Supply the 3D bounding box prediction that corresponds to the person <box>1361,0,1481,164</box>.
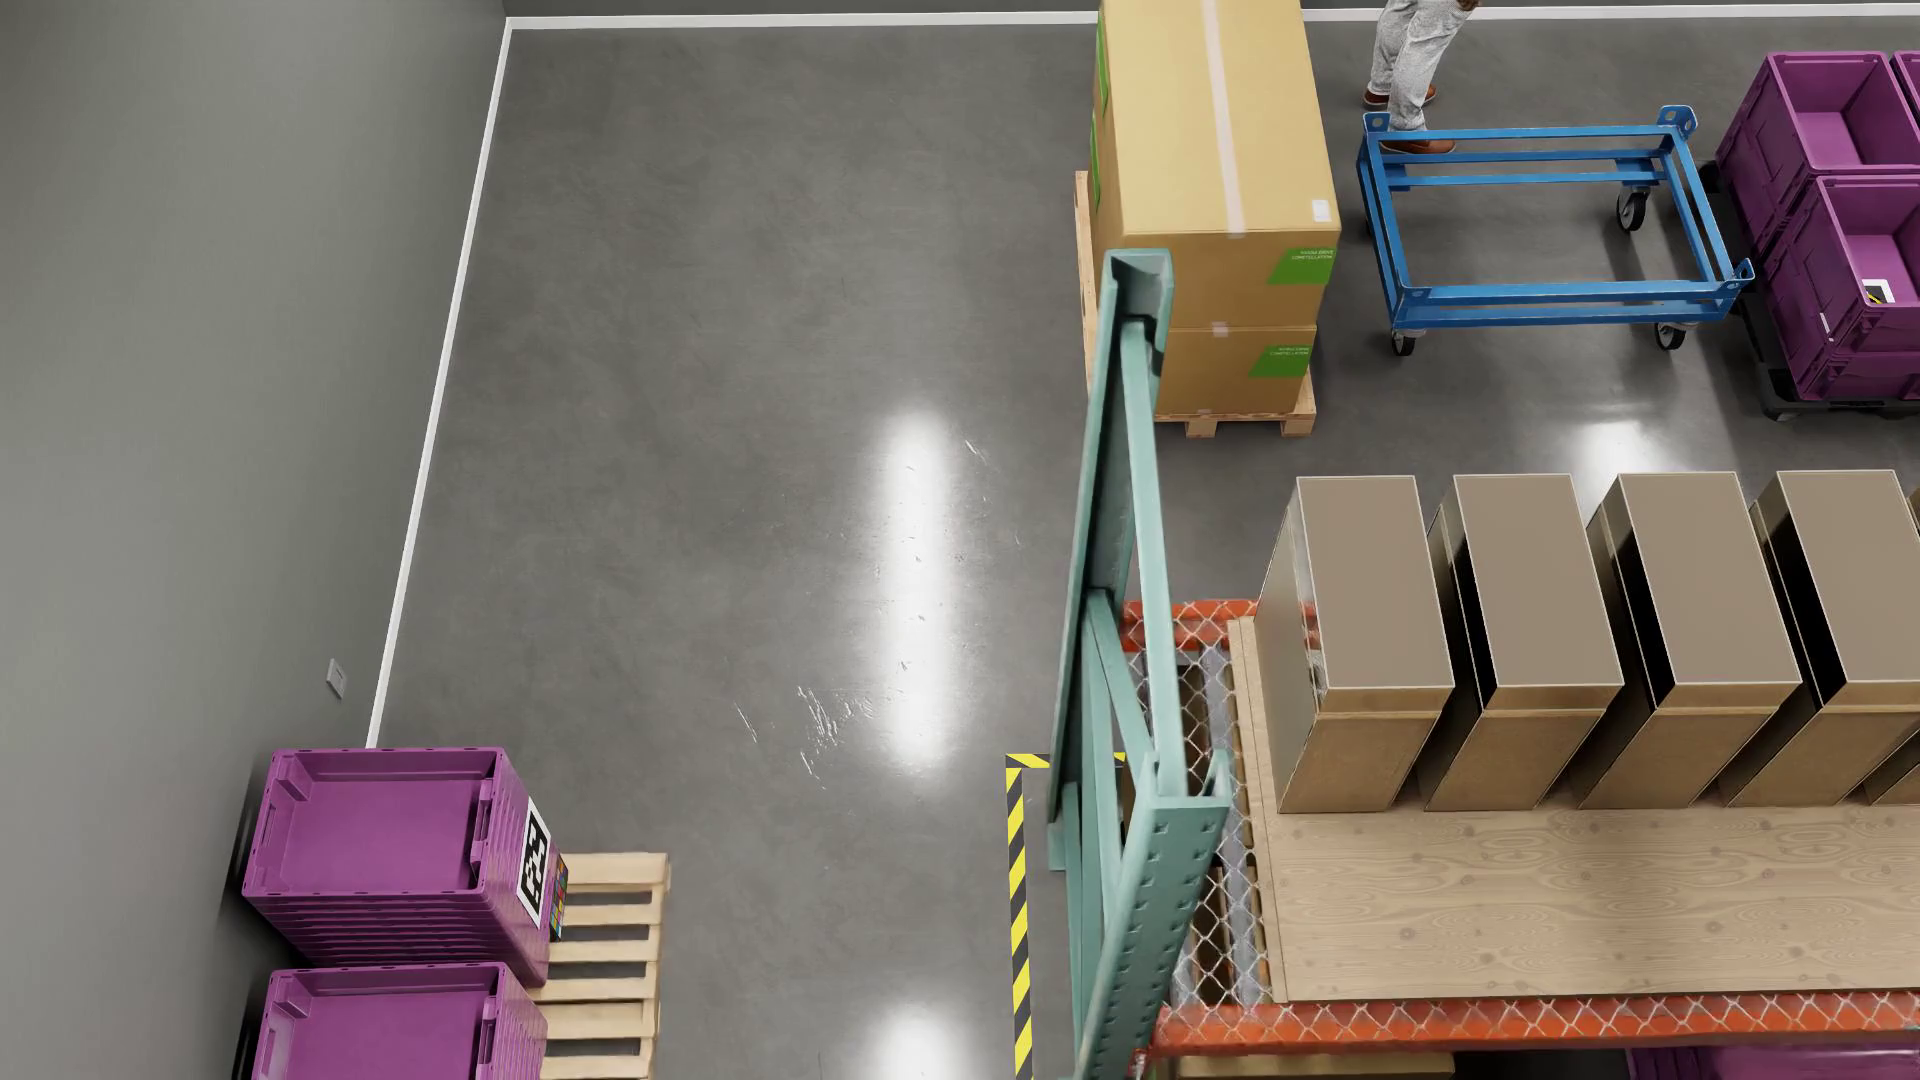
[{"bbox_3d":[1.819,-2.236,6.074,0.372,1.940,0.630,-3,58,-2],"label":"person"}]
